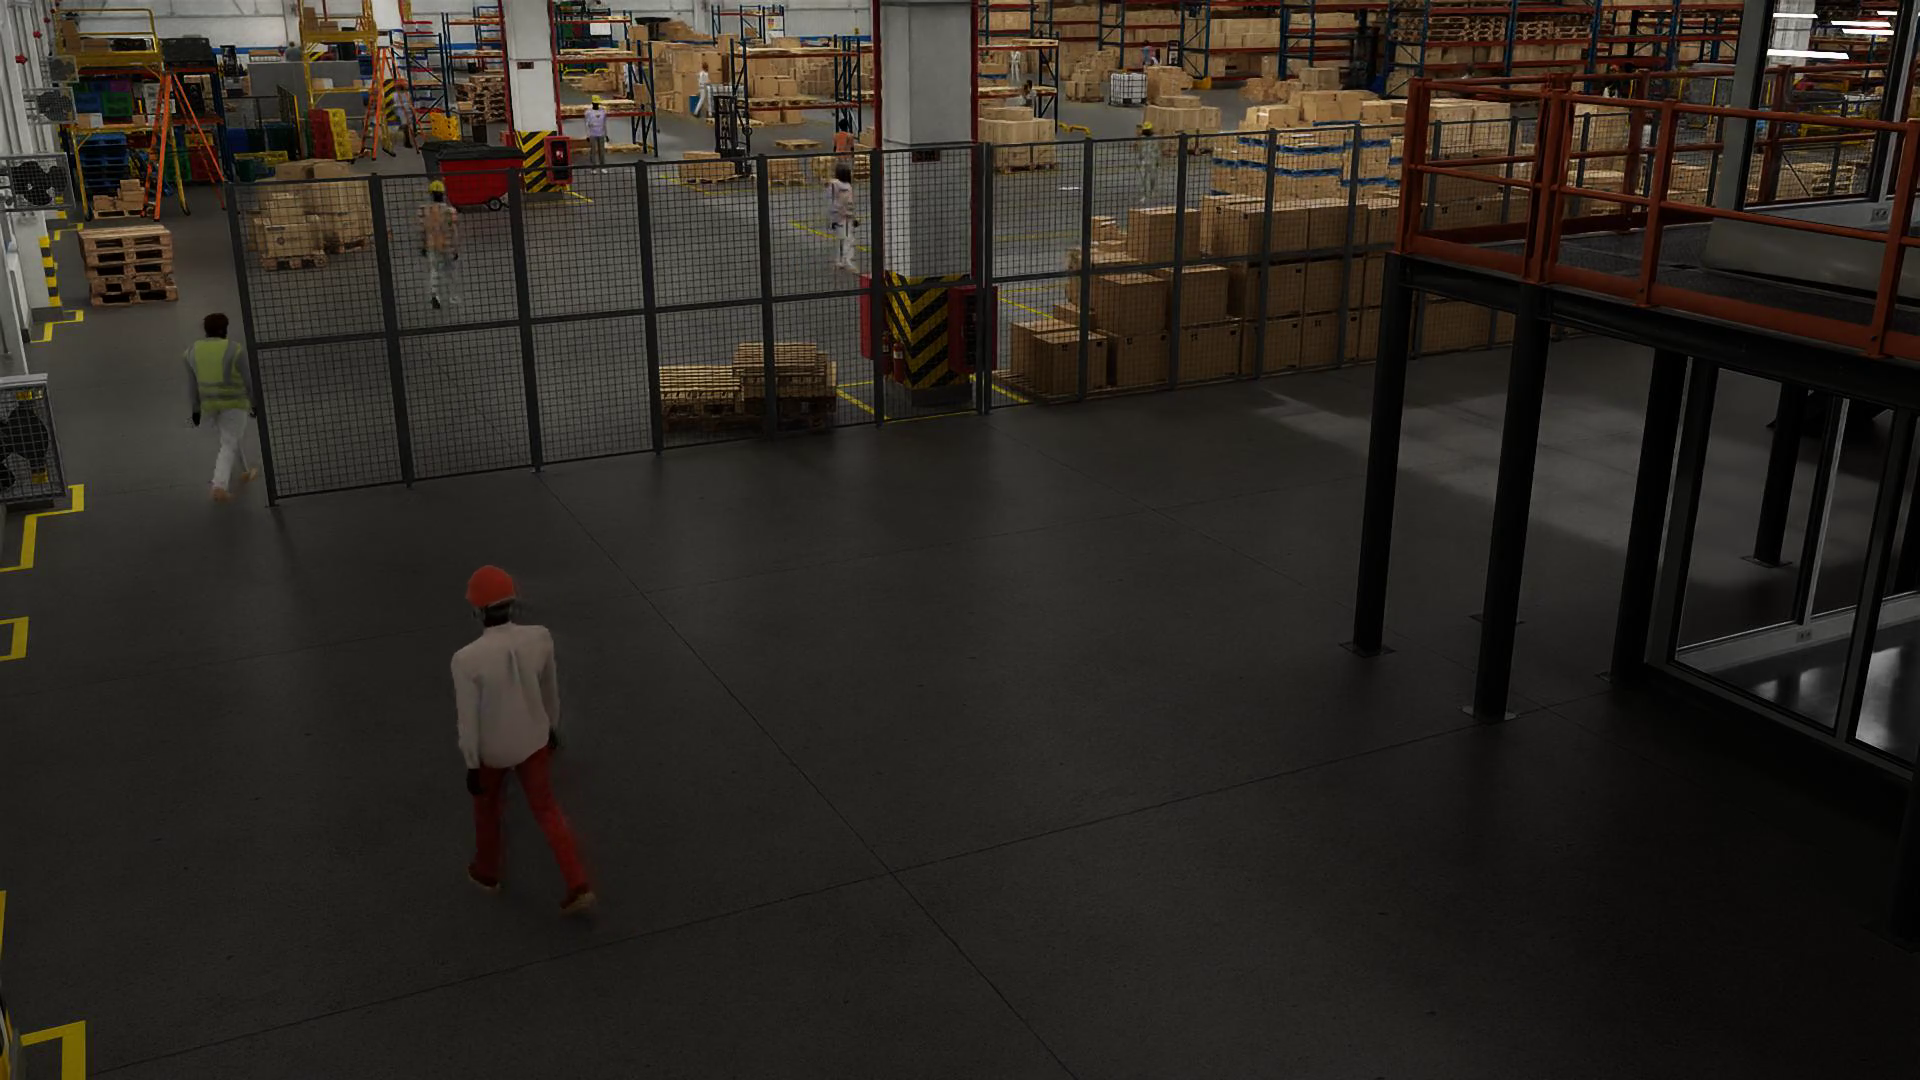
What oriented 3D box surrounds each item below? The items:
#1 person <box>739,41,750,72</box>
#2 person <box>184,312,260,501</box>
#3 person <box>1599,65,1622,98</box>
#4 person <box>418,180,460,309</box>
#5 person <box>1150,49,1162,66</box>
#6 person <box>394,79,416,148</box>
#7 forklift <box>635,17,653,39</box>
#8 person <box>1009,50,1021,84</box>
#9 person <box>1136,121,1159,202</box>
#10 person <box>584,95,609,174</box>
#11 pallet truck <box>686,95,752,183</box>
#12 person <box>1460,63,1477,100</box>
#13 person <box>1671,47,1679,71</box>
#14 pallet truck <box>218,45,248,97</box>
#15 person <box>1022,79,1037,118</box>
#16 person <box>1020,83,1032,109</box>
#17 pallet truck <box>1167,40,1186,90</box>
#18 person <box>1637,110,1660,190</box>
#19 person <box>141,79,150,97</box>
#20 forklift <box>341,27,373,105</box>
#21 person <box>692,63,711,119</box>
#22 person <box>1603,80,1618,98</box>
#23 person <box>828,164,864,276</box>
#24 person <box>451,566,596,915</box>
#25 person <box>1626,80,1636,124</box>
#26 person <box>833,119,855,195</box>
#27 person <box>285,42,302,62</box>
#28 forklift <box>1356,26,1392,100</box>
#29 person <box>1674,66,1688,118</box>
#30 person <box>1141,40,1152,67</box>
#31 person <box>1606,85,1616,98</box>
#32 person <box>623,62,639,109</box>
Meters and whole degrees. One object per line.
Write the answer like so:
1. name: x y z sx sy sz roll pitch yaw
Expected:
1. person: -9.252 -20.380 71.171 0.629 1.940 0.373 -6 20 -18
2. person: -7.134 -1.301 16.100 0.612 1.792 0.991 4 19 11
3. person: 20.809 -14.214 53.288 0.630 1.928 1.000 6 20 17
4. person: -7.855 -4.458 25.091 0.598 1.898 0.873 -1 19 -2
5. person: 7.648 -18.293 65.215 0.593 1.886 0.927 -12 22 -31
6. person: -15.618 -12.055 47.067 0.780 1.913 0.571 15 24 38
7. forklift: -13.811 -21.492 72.973 1.873 2.768 1.129 7 20 21
8. person: 2.414 -20.818 72.923 0.530 1.647 0.374 10 21 27
9. person: 4.122 -8.324 36.538 0.496 1.724 0.487 6 20 17
10. person: -9.014 -10.082 41.340 0.591 1.923 0.381 -13 23 -33
11. pallet truck: -5.836 -9.608 39.856 0.823 1.965 1.885 10 22 27
12. person: 16.353 -14.344 53.520 1.024 2.000 0.686 5 20 15
13. person: 31.211 -20.669 72.520 0.839 1.583 0.524 3 19 9
14. pallet truck: -28.879 -18.665 66.111 0.823 1.965 1.885 -3 19 -9
15. person: 1.976 -12.273 47.772 0.512 1.873 0.328 -12 22 -31
16. person: 1.891 -11.912 46.787 0.406 1.829 0.544 14 24 36
17. pallet truck: 9.045 -19.971 69.895 0.823 1.965 1.885 -3 19 -8
18. person: 15.304 -8.636 37.159 0.697 1.919 0.560 -14 23 -35
19. person: -25.094 -13.430 51.489 0.515 1.634 0.314 9 21 25
20. forklift: -22.275 -17.346 60.954 1.873 2.768 1.129 -9 21 -25
21. person: -8.723 -15.243 56.450 0.992 1.841 0.580 -8 21 -23
22. person: 18.817 -12.508 48.307 0.373 1.966 0.607 -3 19 -7
23. person: -1.844 -5.325 27.725 0.678 1.802 0.655 7 20 19
24. person: -2.368 1.089 8.925 0.636 1.960 0.973 -18 26 -42
25. person: 22.162 -14.539 54.528 0.371 1.756 0.535 16 25 38
26. person: -2.613 -8.608 37.425 0.533 1.690 0.321 7 20 19
27. person: -28.515 -20.377 71.239 0.650 1.884 1.029 -7 20 -20
28. forklift: 15.131 -17.658 61.856 1.873 2.768 1.129 -9 21 -25
29. person: 24.504 -15.216 56.528 0.904 1.714 0.540 -8 21 -22
30. person: 8.273 -21.296 73.973 0.430 1.844 0.624 9 21 25
31. person: 17.739 -11.486 45.491 0.514 1.872 0.328 -9 21 -25
32. person: -11.818 -16.446 59.767 0.355 1.938 0.545 18 26 42
